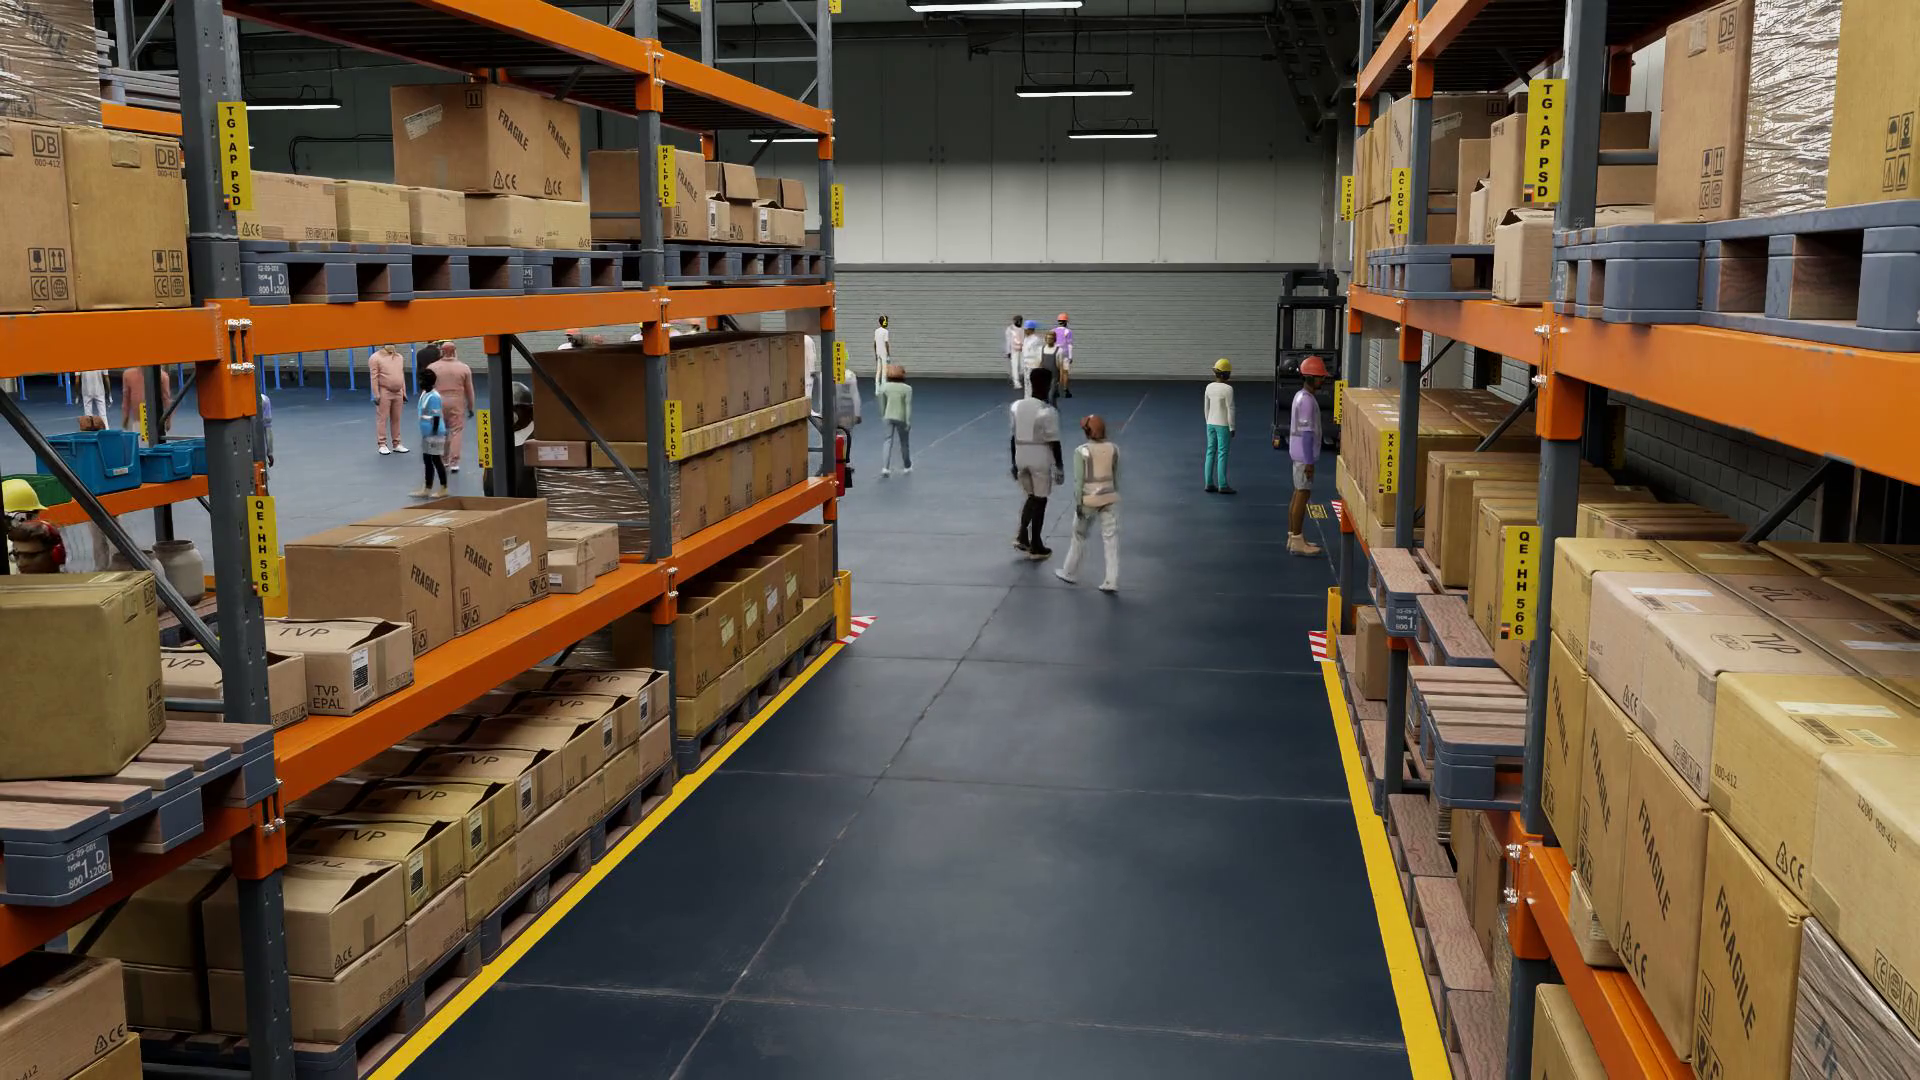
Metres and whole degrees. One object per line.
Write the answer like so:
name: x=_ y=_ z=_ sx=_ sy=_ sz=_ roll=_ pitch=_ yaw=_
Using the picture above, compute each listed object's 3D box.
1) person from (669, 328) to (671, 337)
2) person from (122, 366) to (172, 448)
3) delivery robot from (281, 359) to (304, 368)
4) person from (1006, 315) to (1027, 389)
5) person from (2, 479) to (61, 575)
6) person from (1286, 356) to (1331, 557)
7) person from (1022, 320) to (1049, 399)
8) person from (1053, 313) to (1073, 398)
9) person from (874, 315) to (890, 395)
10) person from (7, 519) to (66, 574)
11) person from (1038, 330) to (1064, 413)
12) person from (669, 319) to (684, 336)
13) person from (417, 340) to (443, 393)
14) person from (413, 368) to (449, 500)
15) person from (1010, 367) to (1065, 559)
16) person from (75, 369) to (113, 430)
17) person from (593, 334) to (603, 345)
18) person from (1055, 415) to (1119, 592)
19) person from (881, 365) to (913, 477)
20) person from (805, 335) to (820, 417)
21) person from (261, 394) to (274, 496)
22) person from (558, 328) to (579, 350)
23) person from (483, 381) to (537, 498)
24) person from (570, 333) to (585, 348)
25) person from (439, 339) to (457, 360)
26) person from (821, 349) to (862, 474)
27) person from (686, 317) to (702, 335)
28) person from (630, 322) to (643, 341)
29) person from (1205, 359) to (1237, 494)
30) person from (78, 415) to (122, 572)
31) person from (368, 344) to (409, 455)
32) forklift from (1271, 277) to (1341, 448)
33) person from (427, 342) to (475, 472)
person: x=-6.197 y=-3.669 z=35.065 sx=0.548 sy=1.844 sz=0.519 roll=-2 pitch=9 yaw=-13
person: x=-10.915 y=-1.683 z=22.401 sx=0.624 sy=1.974 sz=0.720 roll=0 pitch=9 yaw=0
delivery robot: x=-17.958 y=-4.746 z=44.704 sx=0.698 sy=0.223 sz=0.335 roll=5 pitch=11 yaw=29
person: x=1.441 y=-4.678 z=41.332 sx=0.629 sy=1.829 sz=0.437 roll=-5 pitch=10 yaw=-26
person: x=-4.966 y=0.592 z=8.823 sx=0.591 sy=1.828 sz=0.404 roll=1 pitch=9 yaw=9
person: x=3.604 y=-0.872 z=17.187 sx=0.394 sy=2.041 sz=0.612 roll=1 pitch=9 yaw=6
person: x=1.537 y=-3.589 z=34.339 sx=0.769 sy=1.927 sz=0.620 roll=-4 pitch=10 yaw=-21
person: x=2.356 y=-4.268 z=38.468 sx=0.548 sy=1.934 sz=0.376 roll=5 pitch=10 yaw=26
person: x=-1.812 y=-4.343 z=39.129 sx=0.323 sy=1.870 sz=0.518 roll=-7 pitch=12 yaw=-37
person: x=-4.097 y=0.801 z=7.551 sx=0.569 sy=1.826 sz=0.452 roll=2 pitch=10 yaw=14
person: x=1.732 y=-3.035 z=31.205 sx=0.520 sy=1.825 sz=0.674 roll=5 pitch=11 yaw=30
person: x=-6.145 y=-3.874 z=36.178 sx=0.669 sy=1.886 sz=0.519 roll=6 pitch=11 yaw=34
person: x=-8.654 y=-2.508 z=27.423 sx=0.608 sy=1.996 sz=0.375 roll=4 pitch=10 yaw=23
person: x=-6.797 y=-1.364 z=21.326 sx=0.348 sy=1.694 sz=0.553 roll=-7 pitch=11 yaw=-35
person: x=0.783 y=-0.784 z=16.900 sx=0.407 sy=1.953 sz=0.643 roll=-9 pitch=13 yaw=-43
person: x=-13.776 y=-2.282 z=26.439 sx=0.534 sy=1.863 sz=0.311 roll=-4 pitch=10 yaw=-25
person: x=-7.442 y=-3.432 z=34.285 sx=0.510 sy=1.622 sz=0.407 roll=-3 pitch=10 yaw=-16
person: x=1.207 y=-0.346 z=15.285 sx=0.533 sy=1.599 sz=0.819 roll=-5 pitch=10 yaw=-28
person: x=-0.911 y=-1.710 z=23.766 sx=0.496 sy=1.591 sz=0.849 roll=2 pitch=10 yaw=15
person: x=-3.089 y=-3.441 z=33.454 sx=0.407 sy=1.909 sz=0.638 roll=-7 pitch=11 yaw=-36
person: x=-7.745 y=-0.963 z=18.070 sx=0.543 sy=1.939 sz=0.362 roll=-6 pitch=11 yaw=-31
person: x=-7.025 y=-2.939 z=30.260 sx=0.543 sy=1.939 sz=0.356 roll=2 pitch=9 yaw=13
person: x=-3.558 y=-0.232 z=13.378 sx=0.683 sy=2.000 sz=0.537 roll=3 pitch=10 yaw=16
person: x=-6.823 y=-2.760 z=29.539 sx=0.758 sy=1.814 sz=0.625 roll=-5 pitch=11 yaw=-30
person: x=-9.527 y=-2.954 z=30.883 sx=0.522 sy=1.769 sz=0.311 roll=7 pitch=11 yaw=37
person: x=-1.709 y=-1.857 z=23.954 sx=0.611 sy=1.816 sz=0.410 roll=5 pitch=11 yaw=30
person: x=-5.981 y=-4.030 z=37.096 sx=0.768 sy=1.918 sz=0.548 roll=-8 pitch=12 yaw=-42
person: x=-6.569 y=-3.648 z=34.661 sx=0.587 sy=1.929 sz=0.361 roll=-7 pitch=11 yaw=-35
person: x=3.435 y=-1.499 z=21.907 sx=0.314 sy=1.768 sz=0.527 roll=-6 pitch=11 yaw=-34
person: x=-7.751 y=-0.316 z=15.008 sx=0.515 sy=1.636 sz=0.315 roll=6 pitch=11 yaw=31
person: x=-9.133 y=-2.339 z=26.676 sx=0.407 sy=1.902 sz=0.639 roll=6 pitch=11 yaw=32
forklift: x=5.847 y=-3.016 z=27.970 sx=1.129 sy=2.768 sz=1.873 roll=1 pitch=9 yaw=9
person: x=-7.471 y=-1.959 z=24.414 sx=0.676 sy=1.862 sz=0.965 roll=-2 pitch=9 yaw=-12
